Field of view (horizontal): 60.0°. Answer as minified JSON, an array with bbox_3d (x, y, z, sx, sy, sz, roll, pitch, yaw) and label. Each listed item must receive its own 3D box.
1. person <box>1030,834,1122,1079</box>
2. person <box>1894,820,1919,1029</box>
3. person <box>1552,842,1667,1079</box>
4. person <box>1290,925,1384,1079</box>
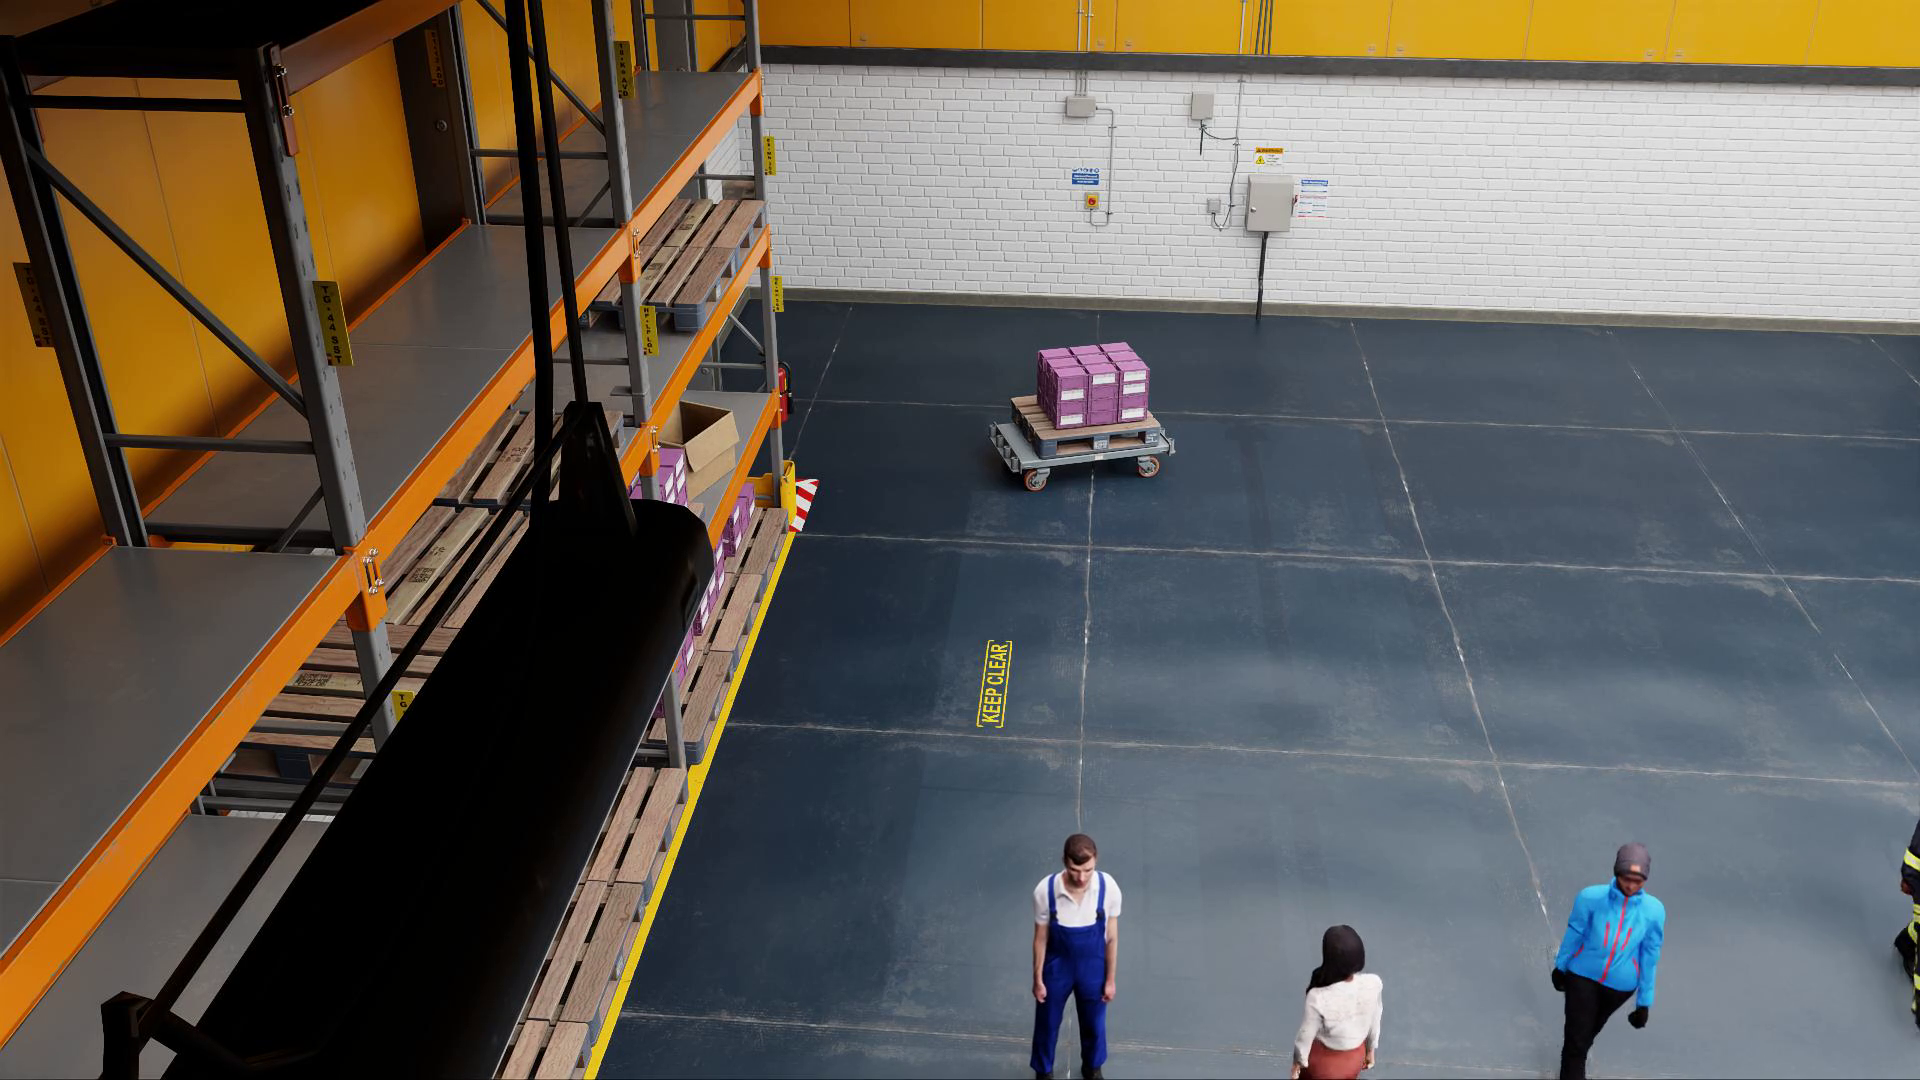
[{"bbox_3d":[0.615,2.286,8.917,0.646,1.842,0.628,-1,29,-2],"label":"person"},{"bbox_3d":[5.772,1.922,9.647,0.821,1.782,1.191,5,29,9],"label":"person"},{"bbox_3d":[3.455,2.317,8.965,0.748,1.741,1.170,6,29,12],"label":"person"},{"bbox_3d":[1.902,2.684,8.294,0.777,1.740,0.858,-10,30,-17],"label":"person"}]
